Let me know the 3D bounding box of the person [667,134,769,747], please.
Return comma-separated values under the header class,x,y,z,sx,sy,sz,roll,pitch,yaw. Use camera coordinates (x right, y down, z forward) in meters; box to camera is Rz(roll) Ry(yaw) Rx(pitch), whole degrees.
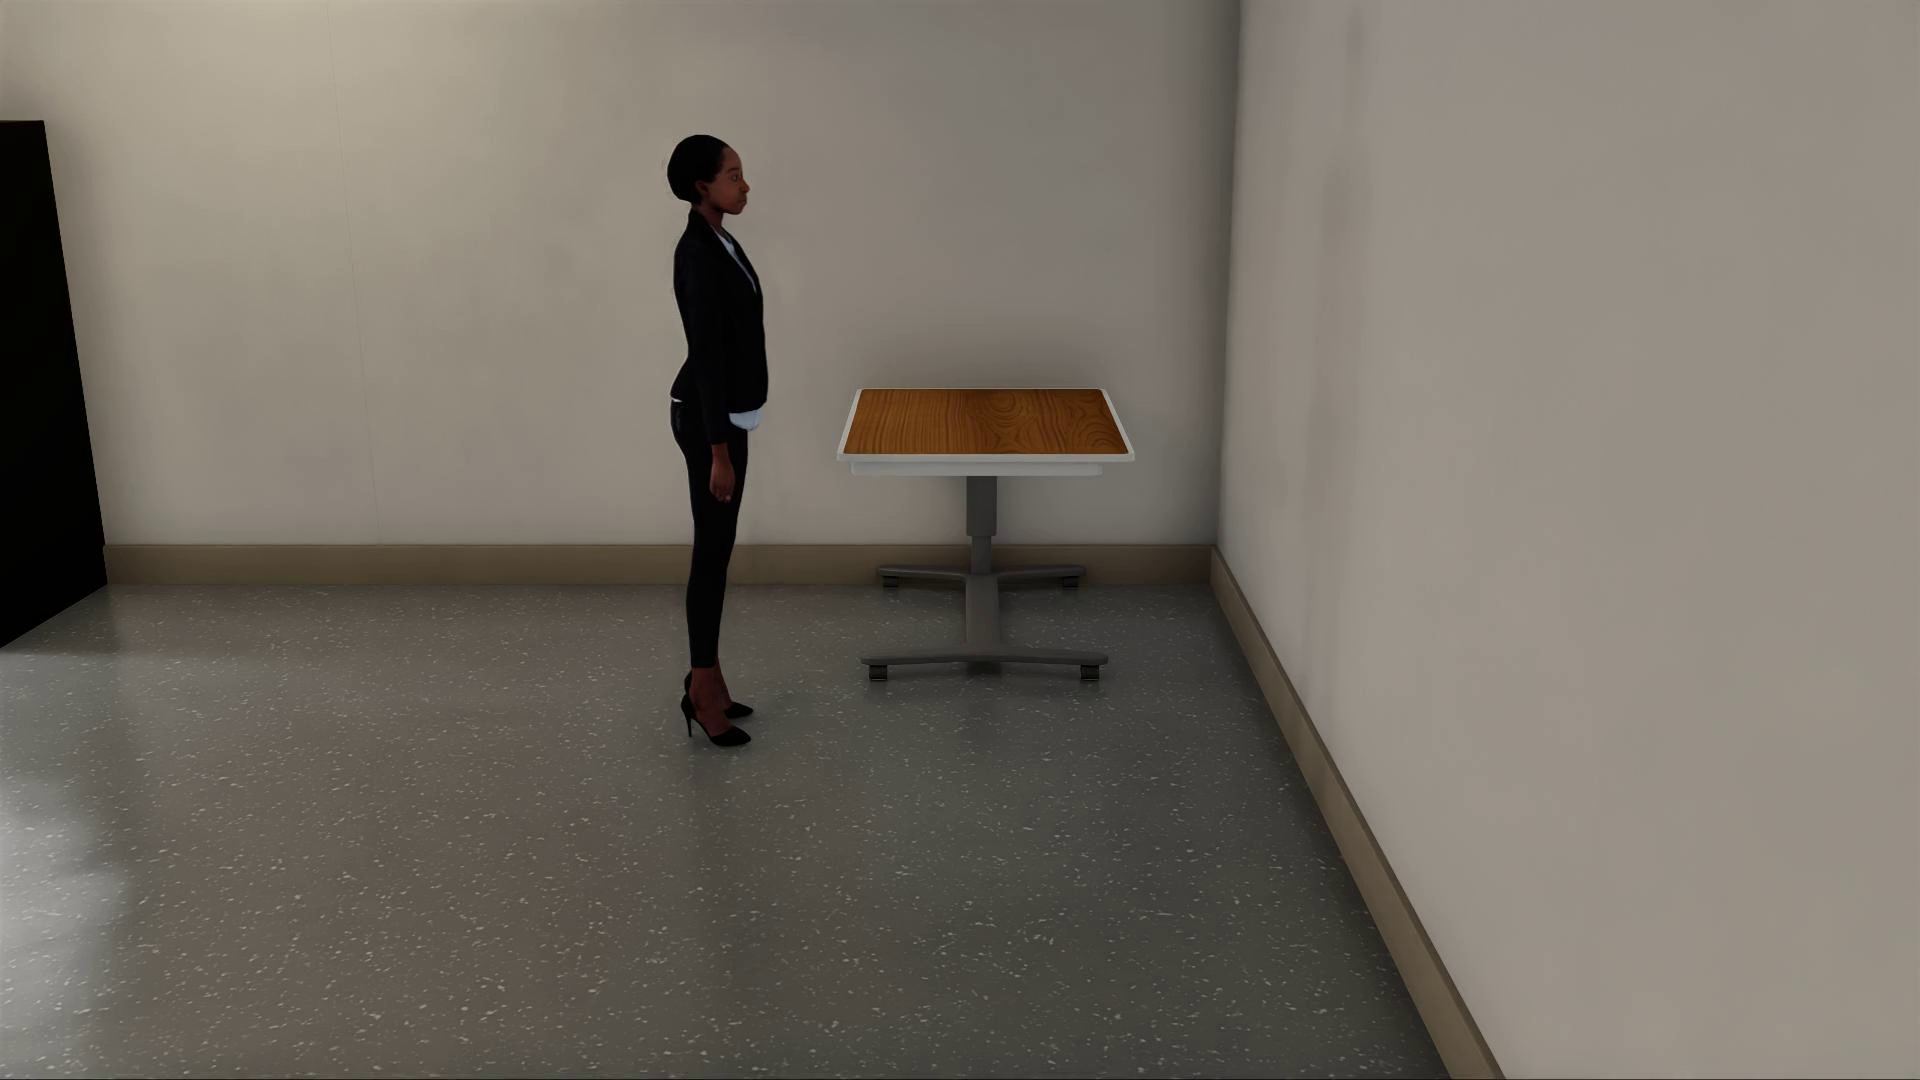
class,x,y,z,sx,sy,sz,roll,pitch,yaw
person,-0.743,-0.292,5.049,0.518,1.834,0.610,0,16,-1
